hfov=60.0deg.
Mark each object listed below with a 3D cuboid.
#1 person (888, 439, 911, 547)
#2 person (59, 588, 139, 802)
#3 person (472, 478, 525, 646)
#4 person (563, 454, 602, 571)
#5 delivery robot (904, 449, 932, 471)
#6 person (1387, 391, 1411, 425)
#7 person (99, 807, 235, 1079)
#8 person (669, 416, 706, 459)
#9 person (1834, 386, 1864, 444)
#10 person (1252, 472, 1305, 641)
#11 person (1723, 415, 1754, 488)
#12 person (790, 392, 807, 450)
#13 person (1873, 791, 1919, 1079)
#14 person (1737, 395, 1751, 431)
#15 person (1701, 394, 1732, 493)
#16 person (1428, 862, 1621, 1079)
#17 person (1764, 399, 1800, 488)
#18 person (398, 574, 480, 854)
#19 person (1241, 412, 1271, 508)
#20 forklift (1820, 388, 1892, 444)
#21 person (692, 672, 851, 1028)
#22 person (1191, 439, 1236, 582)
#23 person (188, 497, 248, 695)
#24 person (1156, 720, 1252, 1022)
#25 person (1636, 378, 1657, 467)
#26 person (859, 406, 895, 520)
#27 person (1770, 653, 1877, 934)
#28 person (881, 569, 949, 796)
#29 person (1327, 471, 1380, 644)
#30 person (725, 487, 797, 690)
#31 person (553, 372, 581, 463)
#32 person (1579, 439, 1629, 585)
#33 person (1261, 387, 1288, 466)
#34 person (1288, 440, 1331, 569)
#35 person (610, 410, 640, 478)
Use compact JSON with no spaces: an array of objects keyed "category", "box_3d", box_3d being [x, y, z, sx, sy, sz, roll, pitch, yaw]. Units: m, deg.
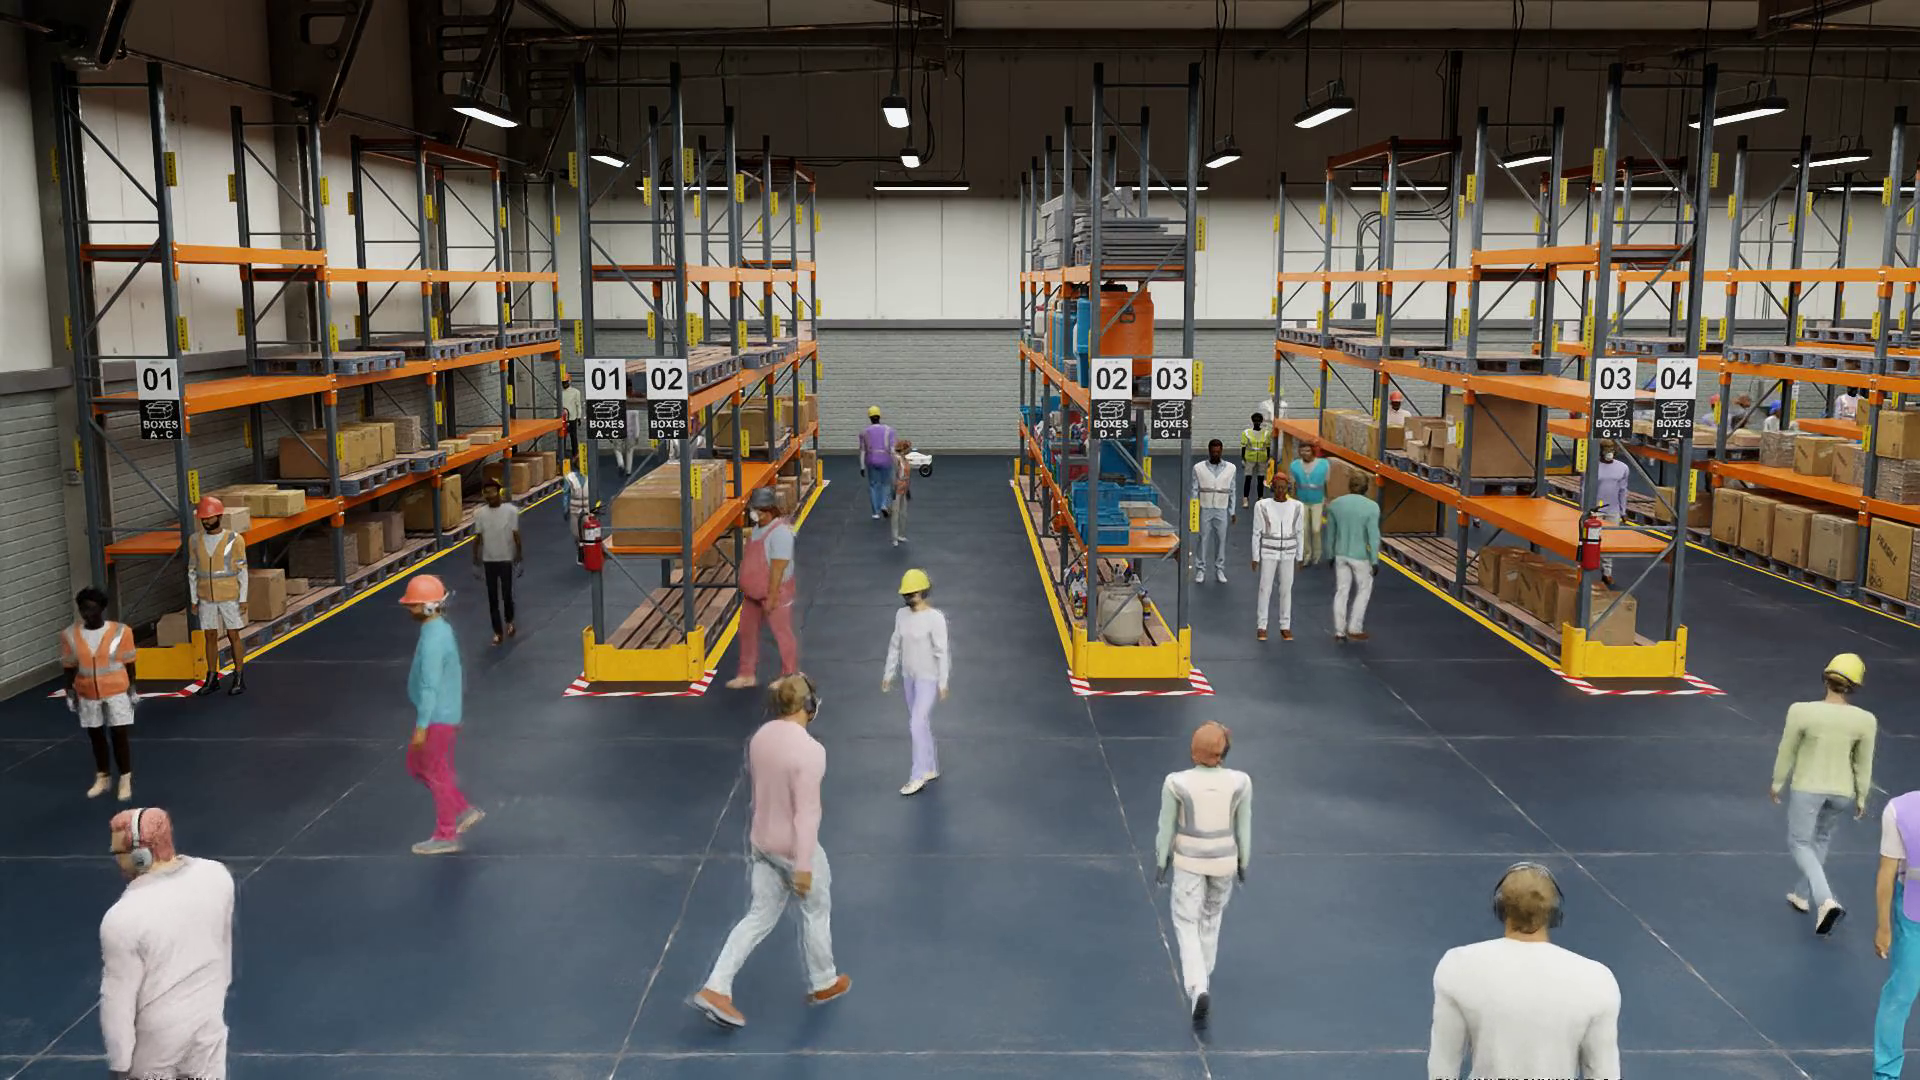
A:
[{"category":"person","box_3d":[-0.926,-0.711,25.122,0.326,1.609,0.603,3,9,17]},{"category":"person","box_3d":[-6.586,1.175,12.758,0.544,1.672,0.464,-2,9,-11]},{"category":"person","box_3d":[-5.068,0.239,18.199,0.559,1.853,0.386,0,9,-1]},{"category":"person","box_3d":[-5.239,-0.404,23.109,0.525,1.621,0.656,-2,9,-11]},{"category":"delivery robot","box_3d":[-0.936,-1.622,34.038,0.707,0.478,0.477,0,9,0]},{"category":"person","box_3d":[7.942,-1.730,30.422,0.622,1.992,0.395,0,9,0]},{"category":"person","box_3d":[-3.246,1.993,6.894,0.659,1.871,0.717,4,10,24]},{"category":"person","box_3d":[-4.207,-0.988,25.794,0.614,1.945,0.403,0,9,0]},{"category":"person","box_3d":[18.987,-2.441,35.491,0.633,1.839,0.429,0,9,0]},{"category":"person","box_3d":[3.528,0.186,18.450,0.583,1.882,0.337,0,9,0]},{"category":"person","box_3d":[12.901,-1.178,27.608,0.635,1.766,0.995,-2,9,-14]},{"category":"person","box_3d":[-3.498,-2.391,35.898,0.558,1.610,0.591,1,9,7]},{"category":"person","box_3d":[4.663,1.834,7.970,0.570,1.843,0.372,0,9,0]},{"category":"person","box_3d":[16.395,-2.205,34.674,0.487,1.613,0.523,4,10,25]},{"category":"person","box_3d":[13.904,-1.722,30.606,0.560,1.920,0.567,2,9,14]},{"category":"person","box_3d":[2.020,2.098,5.985,0.651,1.937,0.383,4,10,24]},{"category":"person","box_3d":[14.593,-1.551,29.519,0.488,1.918,0.661,-8,12,-41]},{"category":"person","box_3d":[-3.666,1.215,11.520,0.428,1.978,0.614,-3,9,-18]},{"category":"person","box_3d":[5.199,-1.397,29.224,0.540,1.697,0.317,0,9,0]},{"category":"forklift","box_3d":[20.072,-3.110,36.462,1.873,2.768,1.129,0,9,0]},{"category":"person","box_3d":[-1.006,1.667,8.965,0.935,1.889,0.663,-8,12,-43]},{"category":"person","box_3d":[3.359,-0.391,22.059,0.596,1.915,0.373,0,9,0]},{"category":"person","box_3d":[-7.143,0.541,15.997,0.551,1.935,0.372,0,9,0]},{"category":"person","box_3d":[1.337,1.781,9.091,0.530,1.606,0.748,-1,9,-7]},{"category":"person","box_3d":[14.915,-2.544,35.901,0.609,1.921,0.714,3,9,18]},{"category":"person","box_3d":[-1.389,-1.299,27.928,0.601,1.900,0.476,0,9,-3]},{"category":"person","box_3d":[5.319,1.540,10.242,0.538,1.720,0.760,1,9,5]},{"category":"person","box_3d":[-0.398,1.103,13.005,0.648,1.747,0.537,-8,12,-43]},{"category":"person","box_3d":[4.326,0.195,18.251,0.664,1.923,0.446,9,12,44]},{"category":"person","box_3d":[-1.935,0.474,16.098,0.810,2.000,0.696,-6,11,-35]},{"category":"person","box_3d":[-8.647,-2.689,36.590,0.622,1.992,0.395,0,9,0]},{"category":"person","box_3d":[8.440,-0.367,21.829,0.635,1.937,0.353,0,9,0]},{"category":"person","box_3d":[6.560,-2.292,34.704,0.601,1.809,0.565,-2,9,-12]},{"category":"person","box_3d":[4.856,-0.498,23.076,0.592,1.808,0.539,4,10,24]},{"category":"person","box_3d":[-6.802,-2.157,33.710,0.625,1.821,0.416,-2,9,-15]}]
